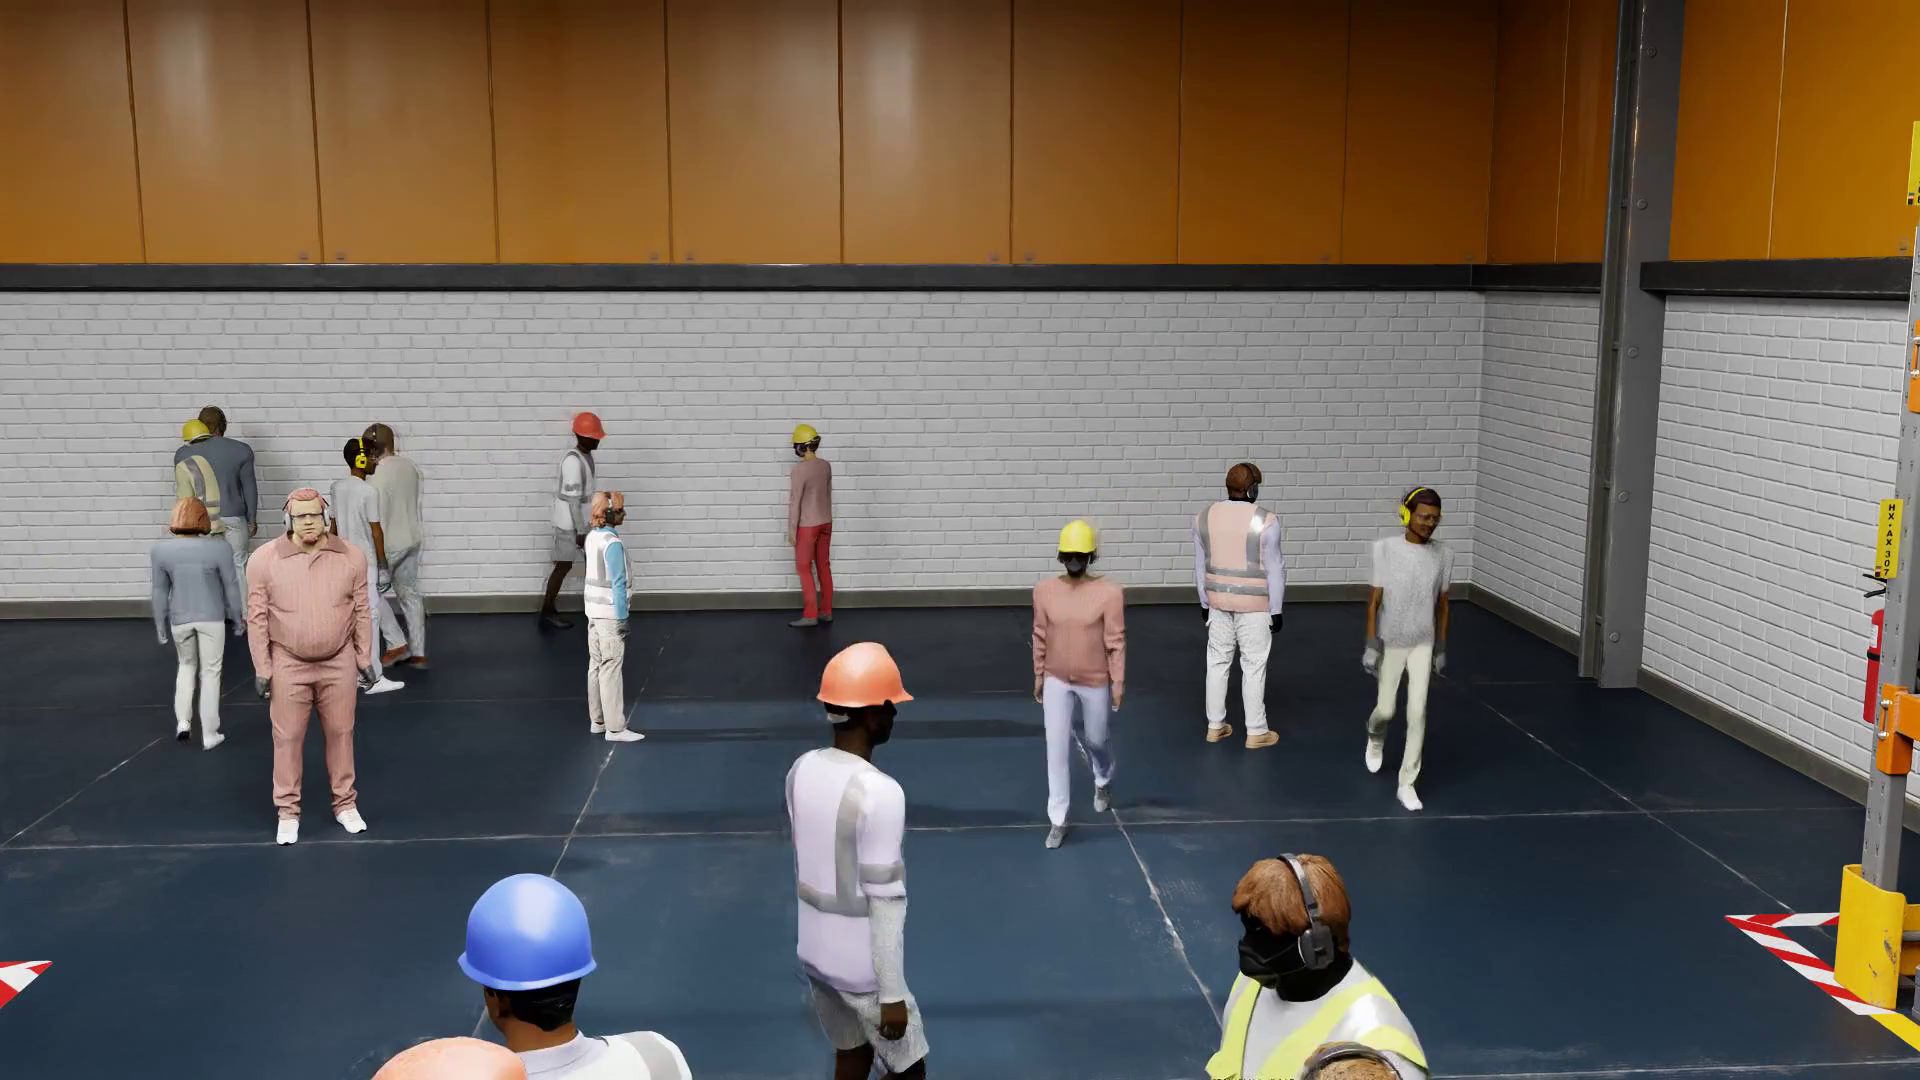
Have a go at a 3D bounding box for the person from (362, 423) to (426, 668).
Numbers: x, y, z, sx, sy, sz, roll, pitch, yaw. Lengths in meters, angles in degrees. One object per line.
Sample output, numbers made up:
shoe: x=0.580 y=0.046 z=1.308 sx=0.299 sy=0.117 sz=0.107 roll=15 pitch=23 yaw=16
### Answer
person: x=-4.360 y=0.058 z=12.734 sx=0.508 sy=1.915 sz=0.665 roll=2 pitch=9 yaw=13

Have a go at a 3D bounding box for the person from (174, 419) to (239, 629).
person: x=-6.391 y=-0.113 z=14.086 sx=0.403 sy=1.827 sz=0.599 roll=4 pitch=10 yaw=23

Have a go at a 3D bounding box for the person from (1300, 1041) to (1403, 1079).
person: x=0.654 y=1.725 z=2.618 sx=0.548 sy=1.814 sz=0.883 roll=1 pitch=9 yaw=8

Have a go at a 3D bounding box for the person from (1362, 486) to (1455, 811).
person: x=2.564 y=0.590 z=9.636 sx=0.534 sy=1.842 sz=0.677 roll=0 pitch=9 yaw=0

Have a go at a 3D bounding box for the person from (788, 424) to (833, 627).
person: x=-1.304 y=-0.125 z=14.412 sx=0.350 sy=1.758 sz=0.522 roll=6 pitch=11 yaw=33

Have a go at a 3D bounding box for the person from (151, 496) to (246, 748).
person: x=-4.893 y=0.532 z=10.703 sx=0.515 sy=1.624 sz=0.365 roll=-1 pitch=9 yaw=-5

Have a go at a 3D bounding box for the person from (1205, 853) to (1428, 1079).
person: x=0.731 y=1.561 z=3.593 sx=0.430 sy=1.833 sz=0.630 roll=-3 pitch=9 yaw=-17

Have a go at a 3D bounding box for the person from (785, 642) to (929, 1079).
person: x=-0.347 y=1.271 z=5.098 sx=0.501 sy=1.923 sz=0.571 roll=-6 pitch=11 yaw=-35

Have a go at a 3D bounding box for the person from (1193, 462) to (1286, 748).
person: x=1.811 y=0.418 z=10.719 sx=0.627 sy=1.844 sz=0.429 roll=7 pitch=11 yaw=36

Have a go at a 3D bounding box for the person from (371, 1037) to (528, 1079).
person: x=-0.912 y=1.675 z=2.363 sx=1.002 sy=1.997 sz=0.702 roll=2 pitch=9 yaw=13

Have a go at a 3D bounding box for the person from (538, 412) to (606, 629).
person: x=-3.229 y=-0.154 z=14.152 sx=0.886 sy=1.880 sz=0.562 roll=1 pitch=9 yaw=8

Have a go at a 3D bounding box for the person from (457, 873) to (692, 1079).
person: x=-0.758 y=1.573 z=3.128 sx=0.404 sy=1.945 sz=0.615 roll=7 pitch=11 yaw=36

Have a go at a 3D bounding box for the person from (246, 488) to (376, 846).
person: x=-3.473 y=0.667 z=8.946 sx=0.637 sy=1.911 sz=0.403 roll=-5 pitch=10 yaw=-30

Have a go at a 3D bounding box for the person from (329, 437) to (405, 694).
person: x=-4.351 y=0.185 z=12.110 sx=0.534 sy=1.864 sz=0.313 roll=5 pitch=10 yaw=30

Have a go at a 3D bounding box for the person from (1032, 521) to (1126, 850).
person: x=0.660 y=0.733 z=9.065 sx=0.525 sy=1.741 sz=0.826 roll=3 pitch=9 yaw=16

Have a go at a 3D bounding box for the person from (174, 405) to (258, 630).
person: x=-6.293 y=-0.172 z=14.132 sx=0.627 sy=1.936 sz=0.376 roll=-3 pitch=10 yaw=-20

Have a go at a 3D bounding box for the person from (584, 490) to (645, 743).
person: x=-2.291 y=0.496 z=10.855 sx=0.314 sy=1.642 sz=0.515 roll=-5 pitch=10 yaw=-30
